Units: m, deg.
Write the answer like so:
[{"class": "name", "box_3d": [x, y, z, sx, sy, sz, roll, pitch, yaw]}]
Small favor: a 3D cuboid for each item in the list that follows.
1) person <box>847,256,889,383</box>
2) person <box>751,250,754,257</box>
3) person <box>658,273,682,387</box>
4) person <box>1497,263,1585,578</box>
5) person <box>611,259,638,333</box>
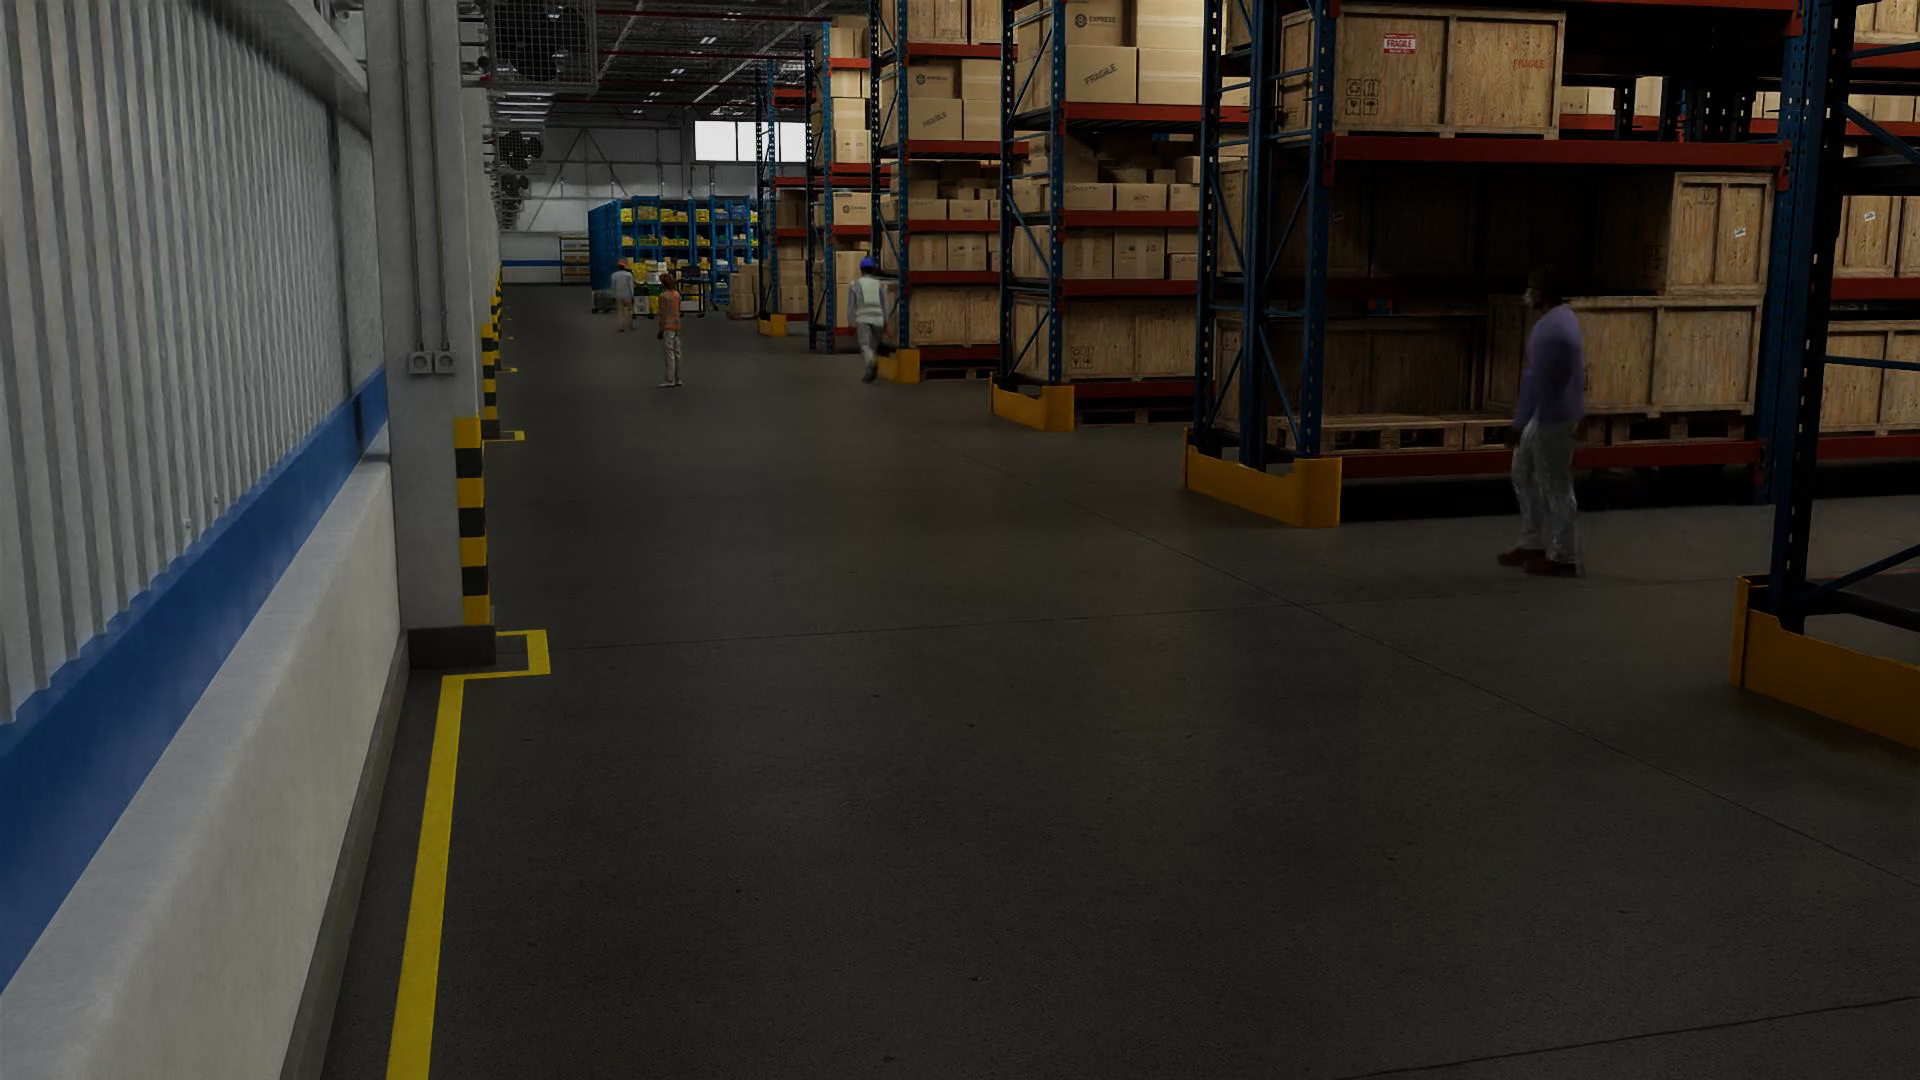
[{"class": "person", "box_3d": [-1.312, -3.209, 24.360, 0.626, 1.899, 0.877, -4, 11, -21]}, {"class": "person", "box_3d": [-10.023, -13.187, 80.971, 0.395, 1.847, 0.564, -8, 13, -38]}, {"class": "person", "box_3d": [-4.192, -3.024, 24.021, 0.310, 1.638, 0.519, 3, 11, 19]}, {"class": "person", "box_3d": [3.547, -0.725, 10.208, 0.675, 1.913, 0.642, 5, 11, 25]}, {"class": "person", "box_3d": [-7.920, -5.781, 39.364, 0.590, 1.720, 0.791, 2, 10, 11]}]
